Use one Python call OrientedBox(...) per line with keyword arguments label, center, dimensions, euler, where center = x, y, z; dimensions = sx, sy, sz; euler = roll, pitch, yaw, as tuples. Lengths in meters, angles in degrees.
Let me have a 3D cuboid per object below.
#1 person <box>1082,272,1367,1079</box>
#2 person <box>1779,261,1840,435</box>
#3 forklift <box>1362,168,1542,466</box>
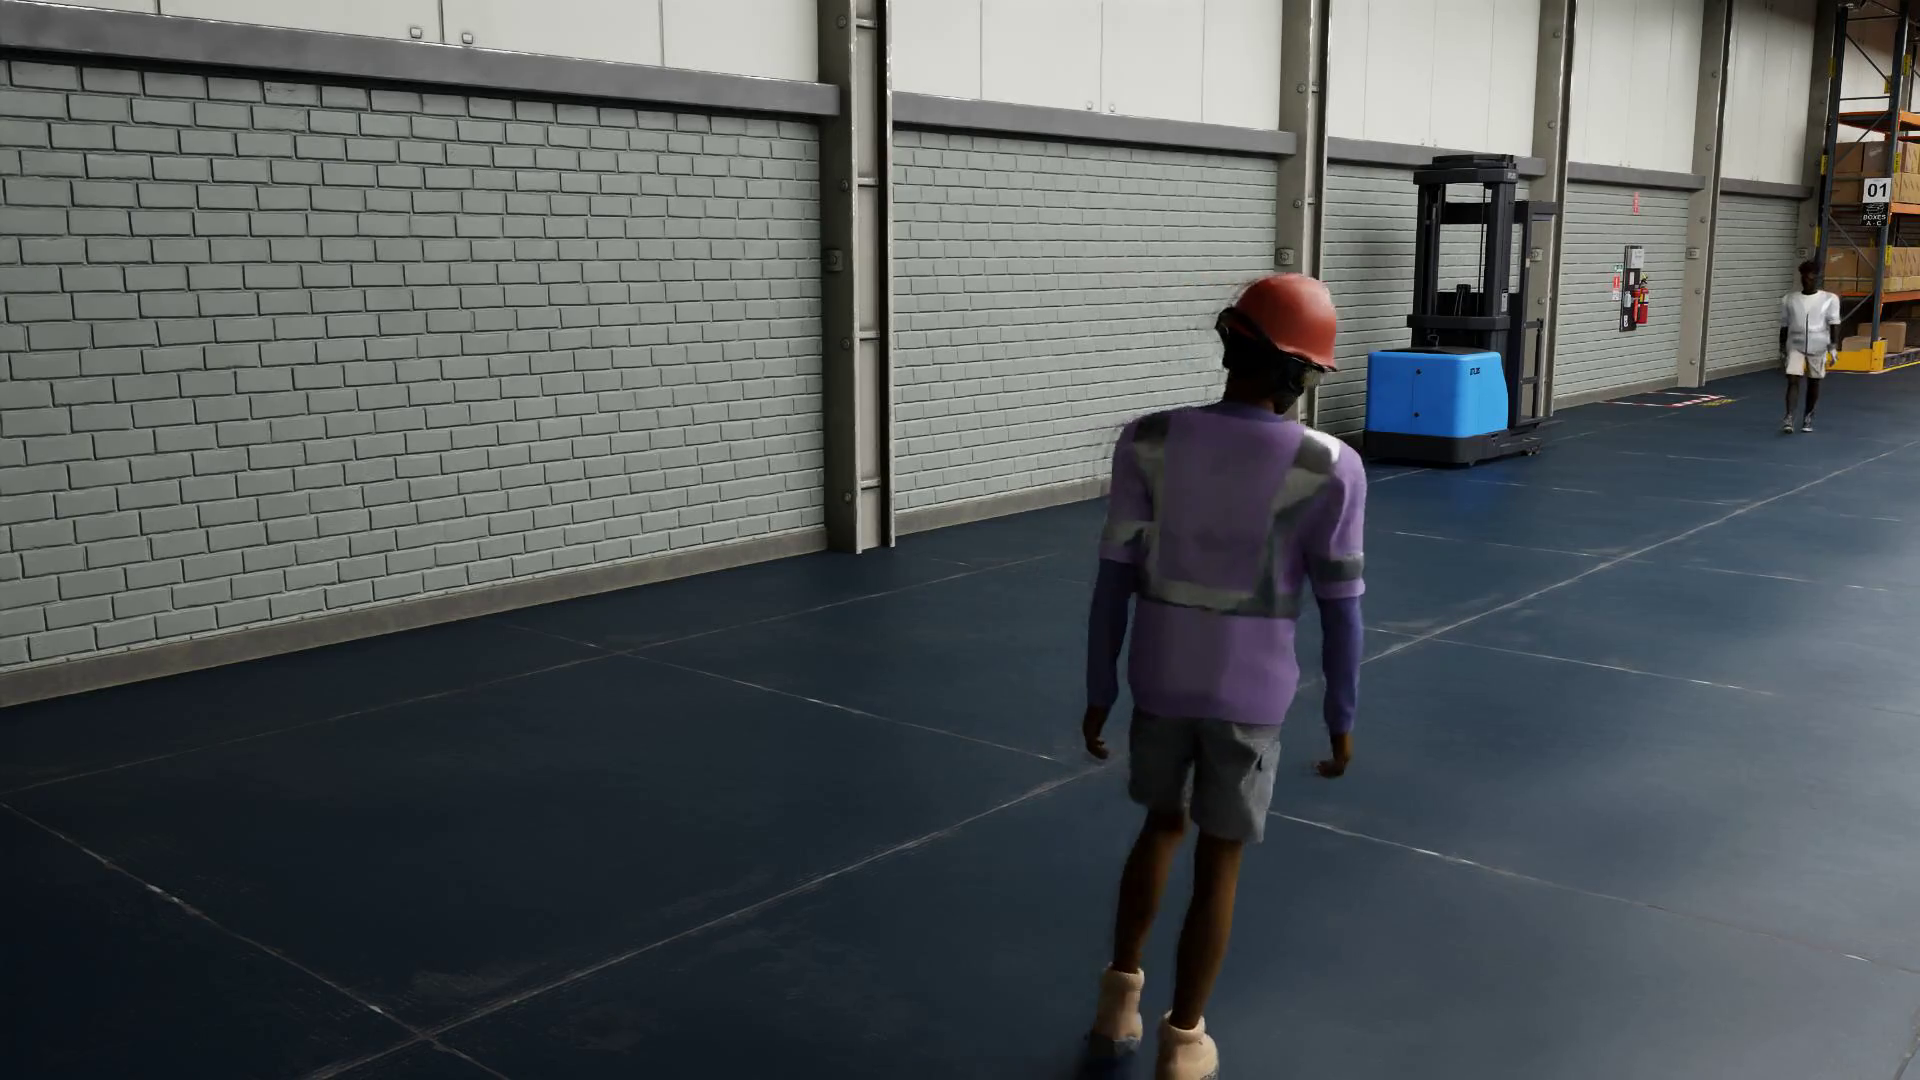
OrientedBox(label="person", center=(0.644, 0.364, 4.018), dimensions=(0.623, 1.993, 0.558), euler=(5, 11, 25))
OrientedBox(label="person", center=(9.425, -2.136, 18.493), dimensions=(0.626, 1.919, 1.004), euler=(6, 11, 30))
OrientedBox(label="forklift", center=(4.875, -2.212, 16.287), dimensions=(1.129, 2.768, 1.873), euler=(8, 13, 40))
